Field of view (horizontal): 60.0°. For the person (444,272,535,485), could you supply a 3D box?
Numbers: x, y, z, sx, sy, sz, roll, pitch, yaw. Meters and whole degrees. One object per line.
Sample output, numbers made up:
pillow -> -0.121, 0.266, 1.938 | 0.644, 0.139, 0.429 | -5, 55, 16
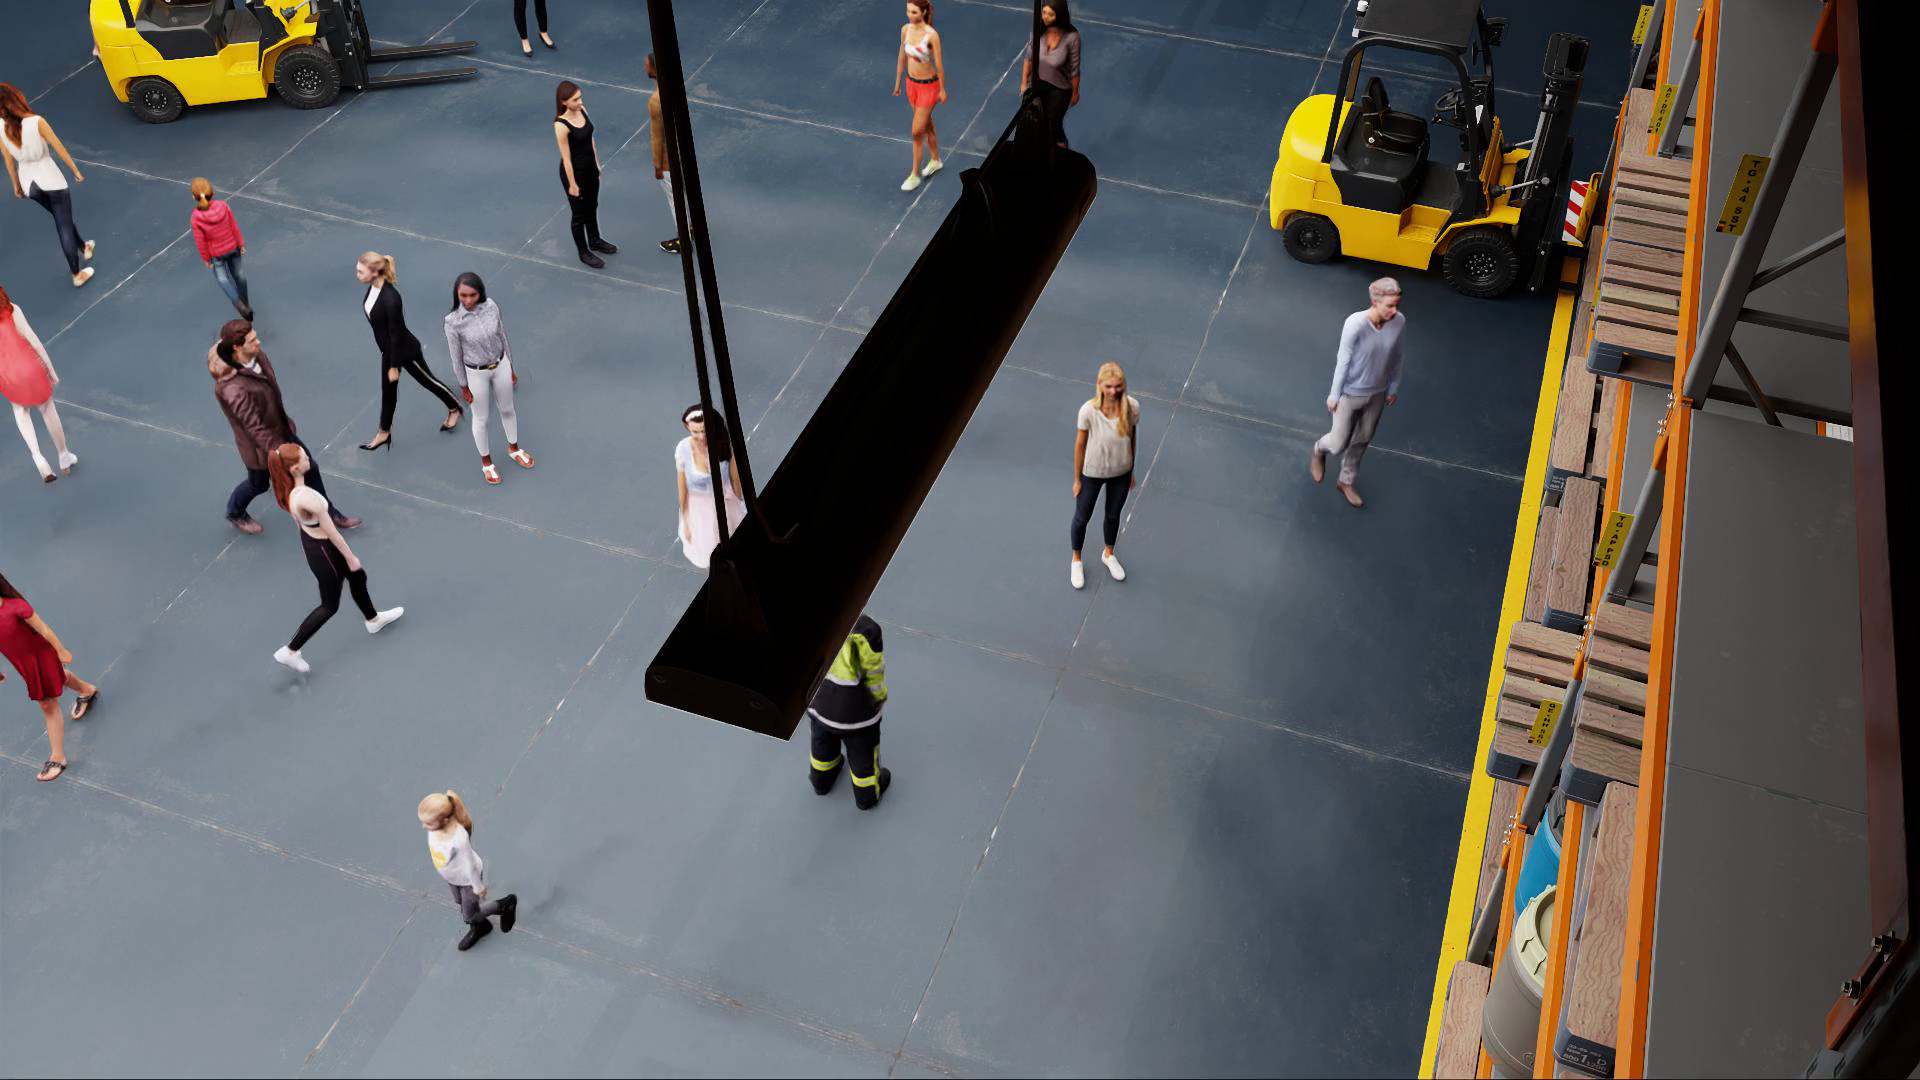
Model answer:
person -> -3.416, -1.195, 11.994 | 0.616, 1.722, 0.727 | -29, 51, -27

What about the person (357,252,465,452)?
person -> -4.022, -1.399, 12.254 | 1.151, 1.659, 0.964 | -30, 51, -28

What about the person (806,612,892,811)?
person -> -0.727, 0.826, 9.689 | 0.808, 1.976, 0.701 | 21, 48, 21

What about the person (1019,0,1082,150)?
person -> 0.867, -4.055, 14.949 | 0.819, 1.787, 1.213 | 23, 48, 22

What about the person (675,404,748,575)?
person -> -1.640, -0.219, 10.912 | 0.913, 1.803, 1.005 | -10, 45, -10

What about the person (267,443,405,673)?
person -> -4.129, 0.138, 10.603 | 1.191, 1.711, 0.960 | -31, 51, -28

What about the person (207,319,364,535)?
person -> -4.865, -0.708, 11.424 | 1.019, 1.802, 1.228 | 5, 44, 5

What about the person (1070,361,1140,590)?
person -> 0.958, -0.448, 11.147 | 0.664, 1.809, 0.684 | -10, 45, -11

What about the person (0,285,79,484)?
person -> -6.706, -1.105, 11.836 | 0.849, 1.811, 0.923 | -13, 45, -13

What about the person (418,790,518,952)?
person -> -2.697, 1.792, 9.185 | 0.602, 1.271, 0.684 | 29, 51, 27

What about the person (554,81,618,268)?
person -> -3.200, -3.100, 14.019 | 0.631, 1.687, 0.464 | 13, 45, 13

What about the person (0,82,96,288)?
person -> -7.592, -2.879, 13.736 | 0.853, 1.757, 0.989 | 0, 44, 0

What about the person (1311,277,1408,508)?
person -> 2.793, -1.095, 11.774 | 0.902, 1.882, 0.968 | -12, 45, -12

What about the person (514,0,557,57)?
person -> -4.386, -5.740, 16.810 | 0.653, 1.660, 0.751 | -28, 50, -26

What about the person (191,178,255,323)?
person -> -5.944, -2.317, 13.474 | 0.774, 1.306, 0.766 | -31, 52, -29

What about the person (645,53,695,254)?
person -> -2.429, -3.297, 14.134 | 0.679, 1.814, 0.466 | 16, 46, 16

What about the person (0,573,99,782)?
person -> -5.677, 0.648, 10.216 | 0.743, 1.506, 1.118 | 4, 44, 4

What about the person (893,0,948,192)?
person -> -0.284, -4.096, 15.001 | 0.783, 1.774, 0.947 | 30, 51, 28
